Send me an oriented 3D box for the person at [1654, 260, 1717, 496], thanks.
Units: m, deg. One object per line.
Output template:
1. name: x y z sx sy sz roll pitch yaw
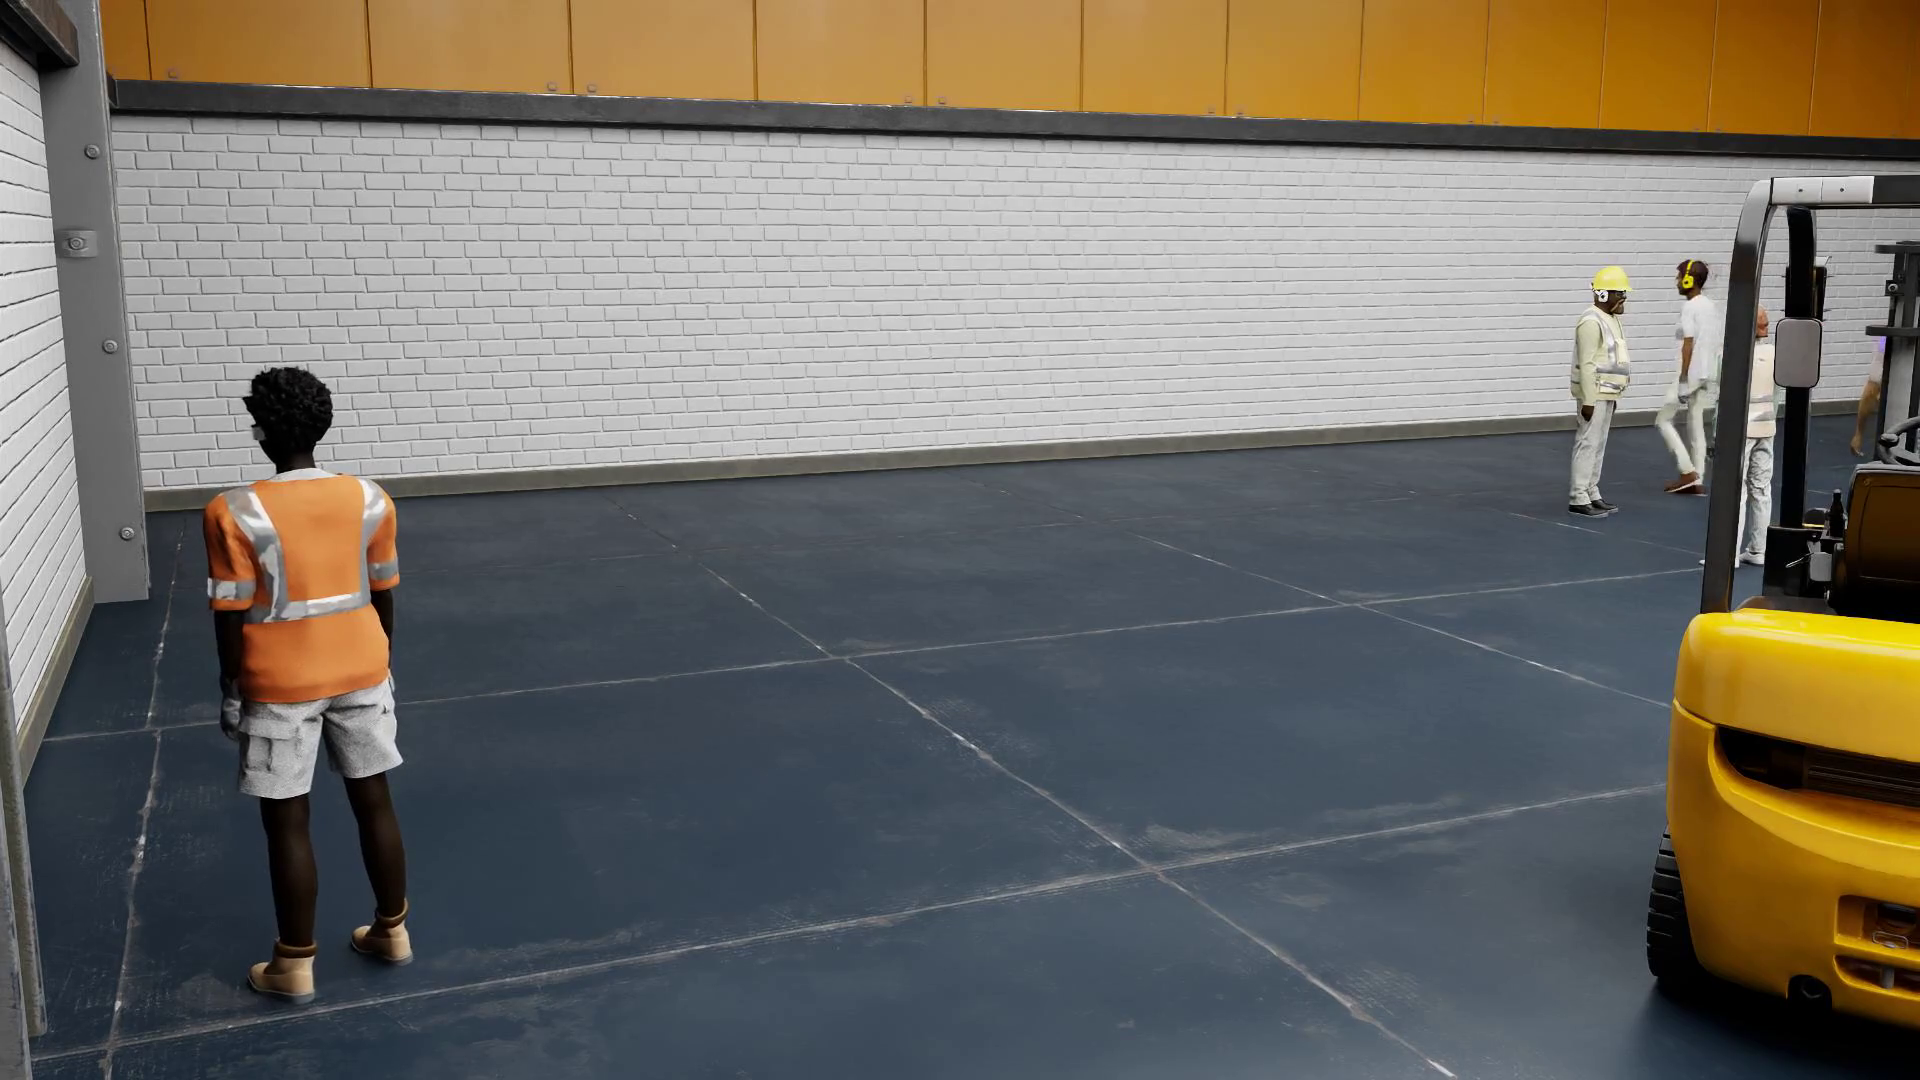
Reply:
1. person: 5.746 -1.263 13.089 0.530 1.856 0.419 -8 13 -36

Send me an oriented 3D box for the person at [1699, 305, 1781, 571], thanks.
1. person: 4.797 -0.628 10.178 0.513 1.637 0.313 -4 11 -22

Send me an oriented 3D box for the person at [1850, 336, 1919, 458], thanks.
1. person: 5.496 -0.586 9.544 0.599 1.795 1.002 3 11 16

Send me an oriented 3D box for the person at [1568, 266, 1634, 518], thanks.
1. person: 4.662 -1.072 12.121 0.403 1.825 0.592 7 12 34

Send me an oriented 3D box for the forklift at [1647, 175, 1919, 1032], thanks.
1. forklift: 2.810 0.094 4.662 1.214 2.155 2.313 7 12 34

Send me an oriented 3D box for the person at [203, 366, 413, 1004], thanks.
1. person: -1.740 0.382 4.474 0.321 1.690 0.530 8 13 39
